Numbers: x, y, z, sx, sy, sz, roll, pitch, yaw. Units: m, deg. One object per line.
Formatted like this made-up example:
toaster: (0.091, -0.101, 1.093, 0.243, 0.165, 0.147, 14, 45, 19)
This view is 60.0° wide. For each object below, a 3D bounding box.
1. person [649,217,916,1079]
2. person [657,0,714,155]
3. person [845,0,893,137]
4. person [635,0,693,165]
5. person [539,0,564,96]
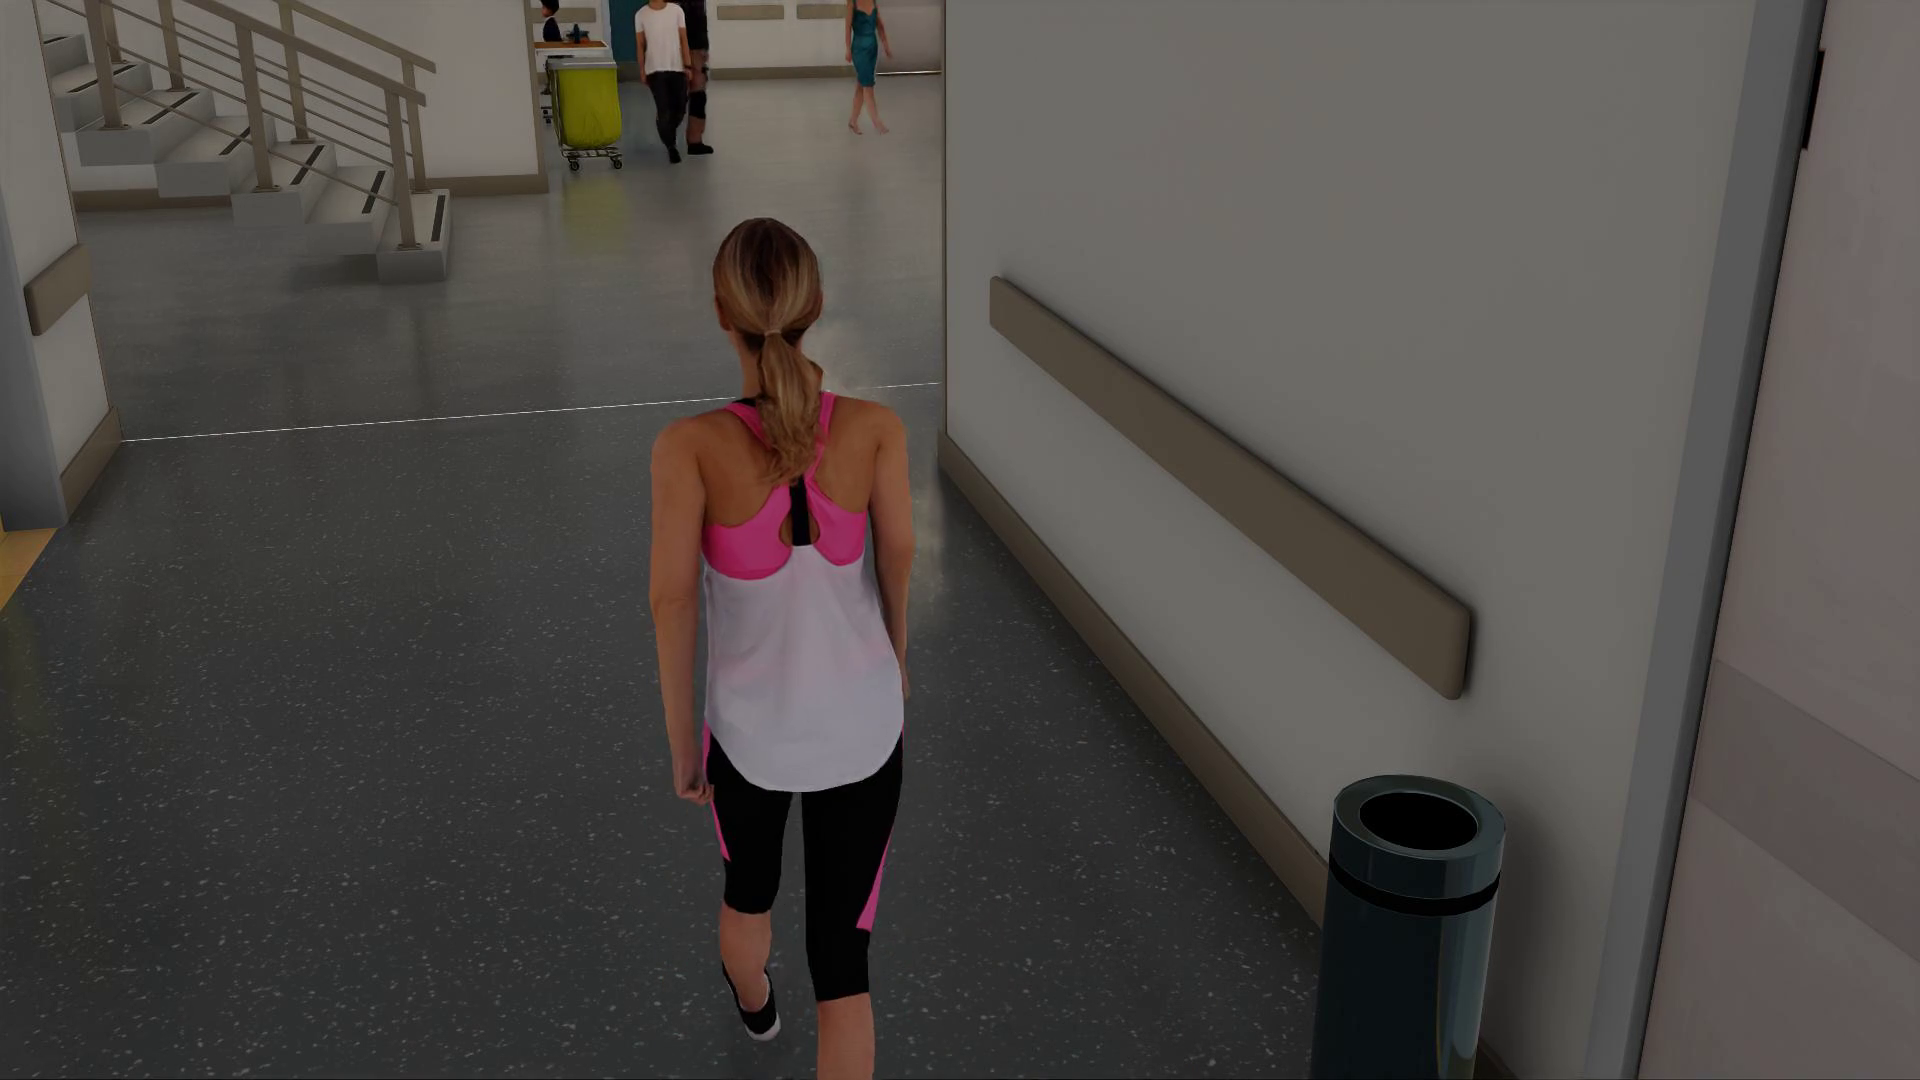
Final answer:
person: (-0.246, 0.397, 2.777, 1.020, 1.744, 0.705, -4, 21, -11)
person: (-2.670, -4.648, 15.866, 1.037, 1.908, 1.023, 17, 27, 38)
person: (-1.034, -4.985, 17.114, 0.898, 1.655, 0.954, 19, 28, 41)
person: (-2.725, -4.368, 15.376, 0.786, 1.700, 0.708, -6, 22, -16)
person: (-5.065, -6.204, 20.953, 0.624, 1.213, 0.553, -3, 21, -8)
